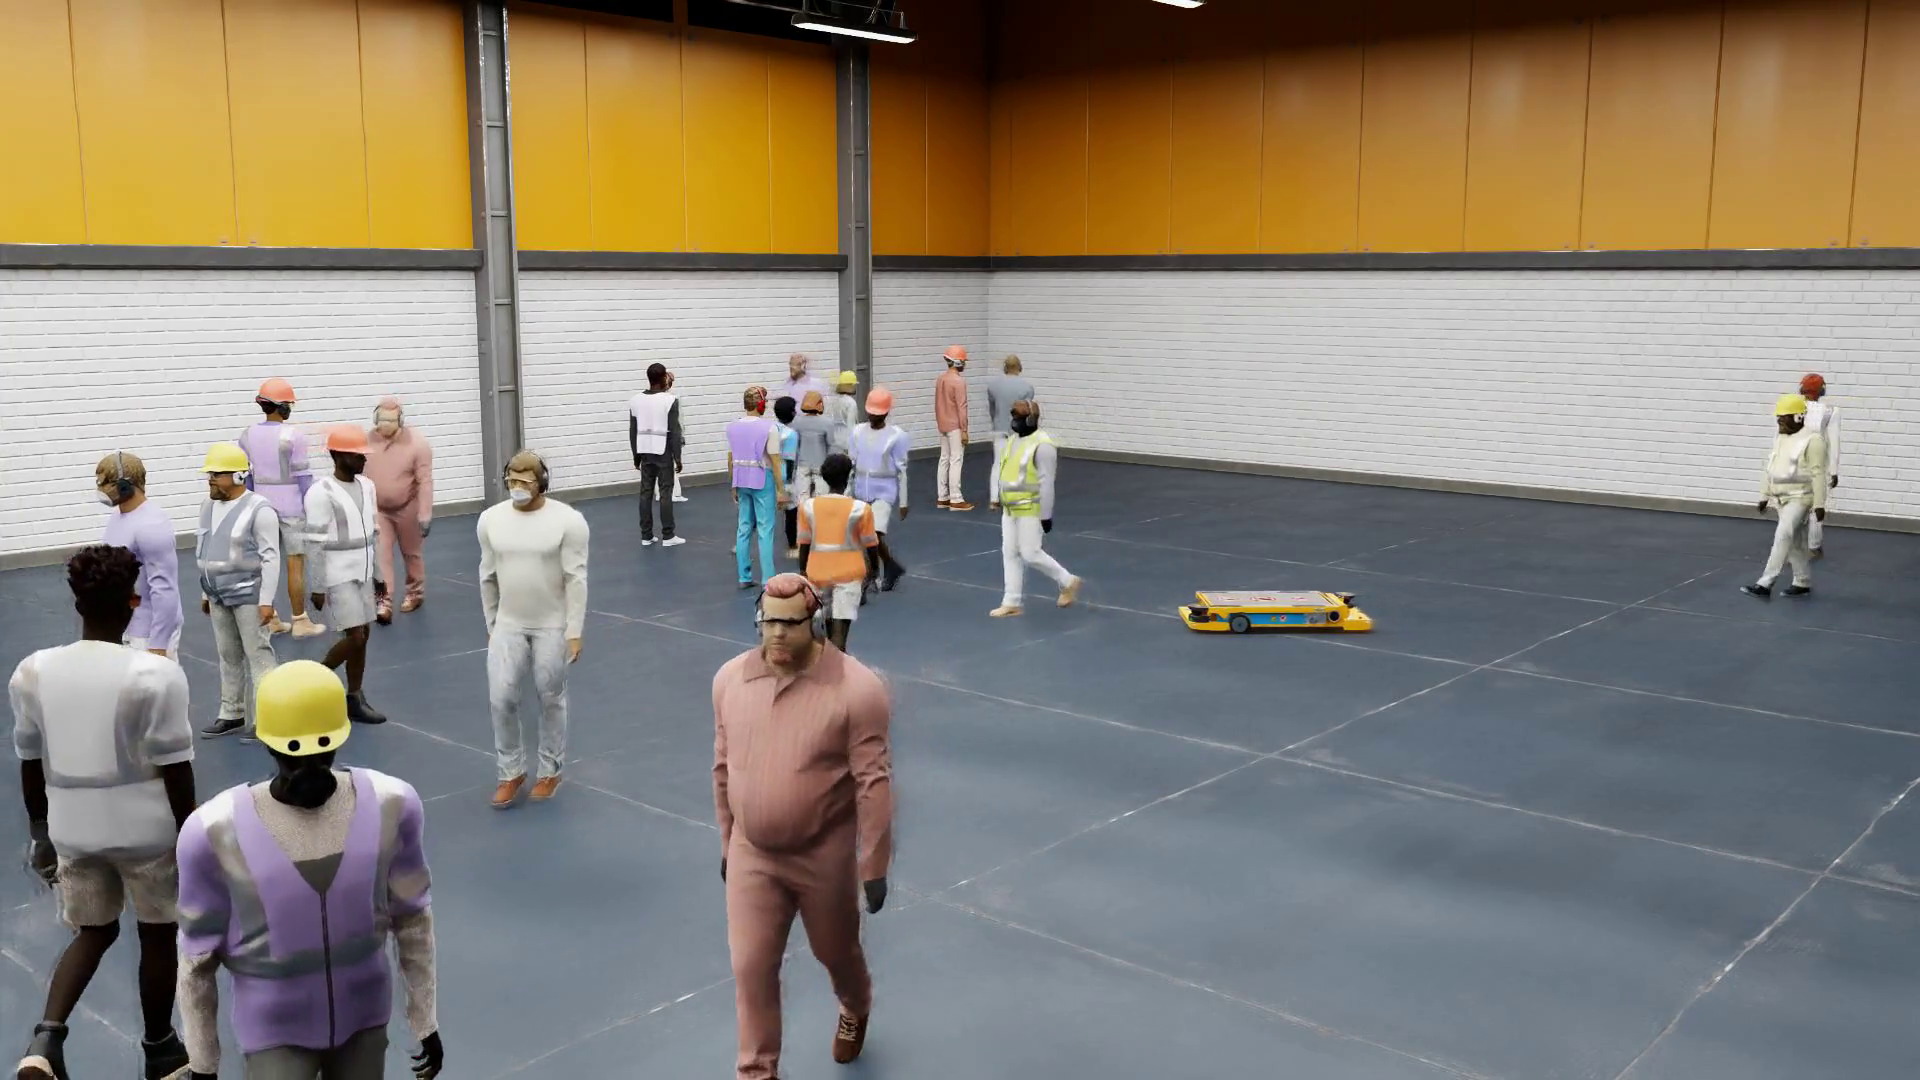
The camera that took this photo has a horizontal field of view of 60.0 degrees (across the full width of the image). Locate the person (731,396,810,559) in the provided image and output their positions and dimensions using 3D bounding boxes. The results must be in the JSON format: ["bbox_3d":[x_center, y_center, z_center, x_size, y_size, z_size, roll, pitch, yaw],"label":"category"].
[{"bbox_3d":[-1.855,-0.586,16.358,0.559,1.654,0.831,8,12,42],"label":"person"}]

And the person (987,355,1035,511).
[{"bbox_3d":[0.618,-1.300,20.188,0.616,1.881,1.018,3,10,19],"label":"person"}]

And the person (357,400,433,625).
[{"bbox_3d":[-4.628,-0.236,13.639,0.650,1.824,1.069,-1,9,-4],"label":"person"}]

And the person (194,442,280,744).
[{"bbox_3d":[-4.398,0.320,10.097,0.586,1.835,0.404,4,10,26],"label":"person"}]

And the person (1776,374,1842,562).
[{"bbox_3d":[8.443,-0.723,16.551,0.606,1.859,0.774,7,11,36],"label":"person"}]

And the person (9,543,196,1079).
[{"bbox_3d":[-2.876,0.980,5.598,0.609,1.946,0.668,1,9,6],"label":"person"}]

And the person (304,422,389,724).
[{"bbox_3d":[-3.836,0.223,10.425,0.464,1.925,0.543,3,9,16],"label":"person"}]

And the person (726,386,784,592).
[{"bbox_3d":[-1.837,-0.453,14.908,0.567,1.846,0.389,5,10,28],"label":"person"}]

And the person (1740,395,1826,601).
[{"bbox_3d":[7.138,-0.362,14.503,0.848,1.793,0.608,-1,9,-6],"label":"person"}]

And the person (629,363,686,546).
[{"bbox_3d":[-3.187,-0.889,17.434,0.590,1.916,0.389,4,10,22],"label":"person"}]

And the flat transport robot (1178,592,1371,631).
[{"bbox_3d":[2.525,0.568,13.433,1.431,0.197,0.652,0,9,-1],"label":"flat transport robot"}]

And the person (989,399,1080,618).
[{"bbox_3d":[0.606,-0.260,13.783,0.694,1.823,0.631,-5,10,-27],"label":"person"}]

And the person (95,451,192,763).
[{"bbox_3d":[-4.262,0.494,8.692,0.377,1.934,0.629,-8,12,-41],"label":"person"}]

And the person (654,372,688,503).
[{"bbox_3d":[-3.653,-1.282,20.754,0.514,1.645,0.307,4,10,25],"label":"person"}]

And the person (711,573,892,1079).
[{"bbox_3d":[-0.528,1.013,5.632,0.654,1.869,0.941,2,9,15],"label":"person"}]

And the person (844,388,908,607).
[{"bbox_3d":[-0.696,-0.400,14.490,0.587,1.883,0.953,5,10,28],"label":"person"}]

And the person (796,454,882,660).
[{"bbox_3d":[-0.797,0.242,11.144,0.545,1.639,0.915,2,9,15],"label":"person"}]

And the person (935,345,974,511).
[{"bbox_3d":[-0.066,-1.354,20.112,0.397,1.990,0.622,-5,10,-30],"label":"person"}]

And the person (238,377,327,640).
[{"bbox_3d":[-5.279,-0.241,12.964,0.607,2.044,0.378,3,9,16],"label":"person"}]

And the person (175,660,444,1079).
[{"bbox_3d":[-1.623,1.223,4.208,0.597,1.909,0.445,-7,11,-37],"label":"person"}]

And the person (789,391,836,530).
[{"bbox_3d":[-1.535,-0.747,17.419,0.507,1.632,0.272,2,9,12],"label":"person"}]

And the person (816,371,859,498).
[{"bbox_3d":[-1.386,-1.174,19.900,0.891,1.698,0.501,-7,11,-36],"label":"person"}]

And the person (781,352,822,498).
[{"bbox_3d":[-1.963,-1.369,20.513,0.659,1.892,0.621,8,12,42],"label":"person"}]

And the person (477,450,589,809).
[{"bbox_3d":[-2.275,0.483,8.813,0.625,1.917,0.621,1,9,4],"label":"person"}]
